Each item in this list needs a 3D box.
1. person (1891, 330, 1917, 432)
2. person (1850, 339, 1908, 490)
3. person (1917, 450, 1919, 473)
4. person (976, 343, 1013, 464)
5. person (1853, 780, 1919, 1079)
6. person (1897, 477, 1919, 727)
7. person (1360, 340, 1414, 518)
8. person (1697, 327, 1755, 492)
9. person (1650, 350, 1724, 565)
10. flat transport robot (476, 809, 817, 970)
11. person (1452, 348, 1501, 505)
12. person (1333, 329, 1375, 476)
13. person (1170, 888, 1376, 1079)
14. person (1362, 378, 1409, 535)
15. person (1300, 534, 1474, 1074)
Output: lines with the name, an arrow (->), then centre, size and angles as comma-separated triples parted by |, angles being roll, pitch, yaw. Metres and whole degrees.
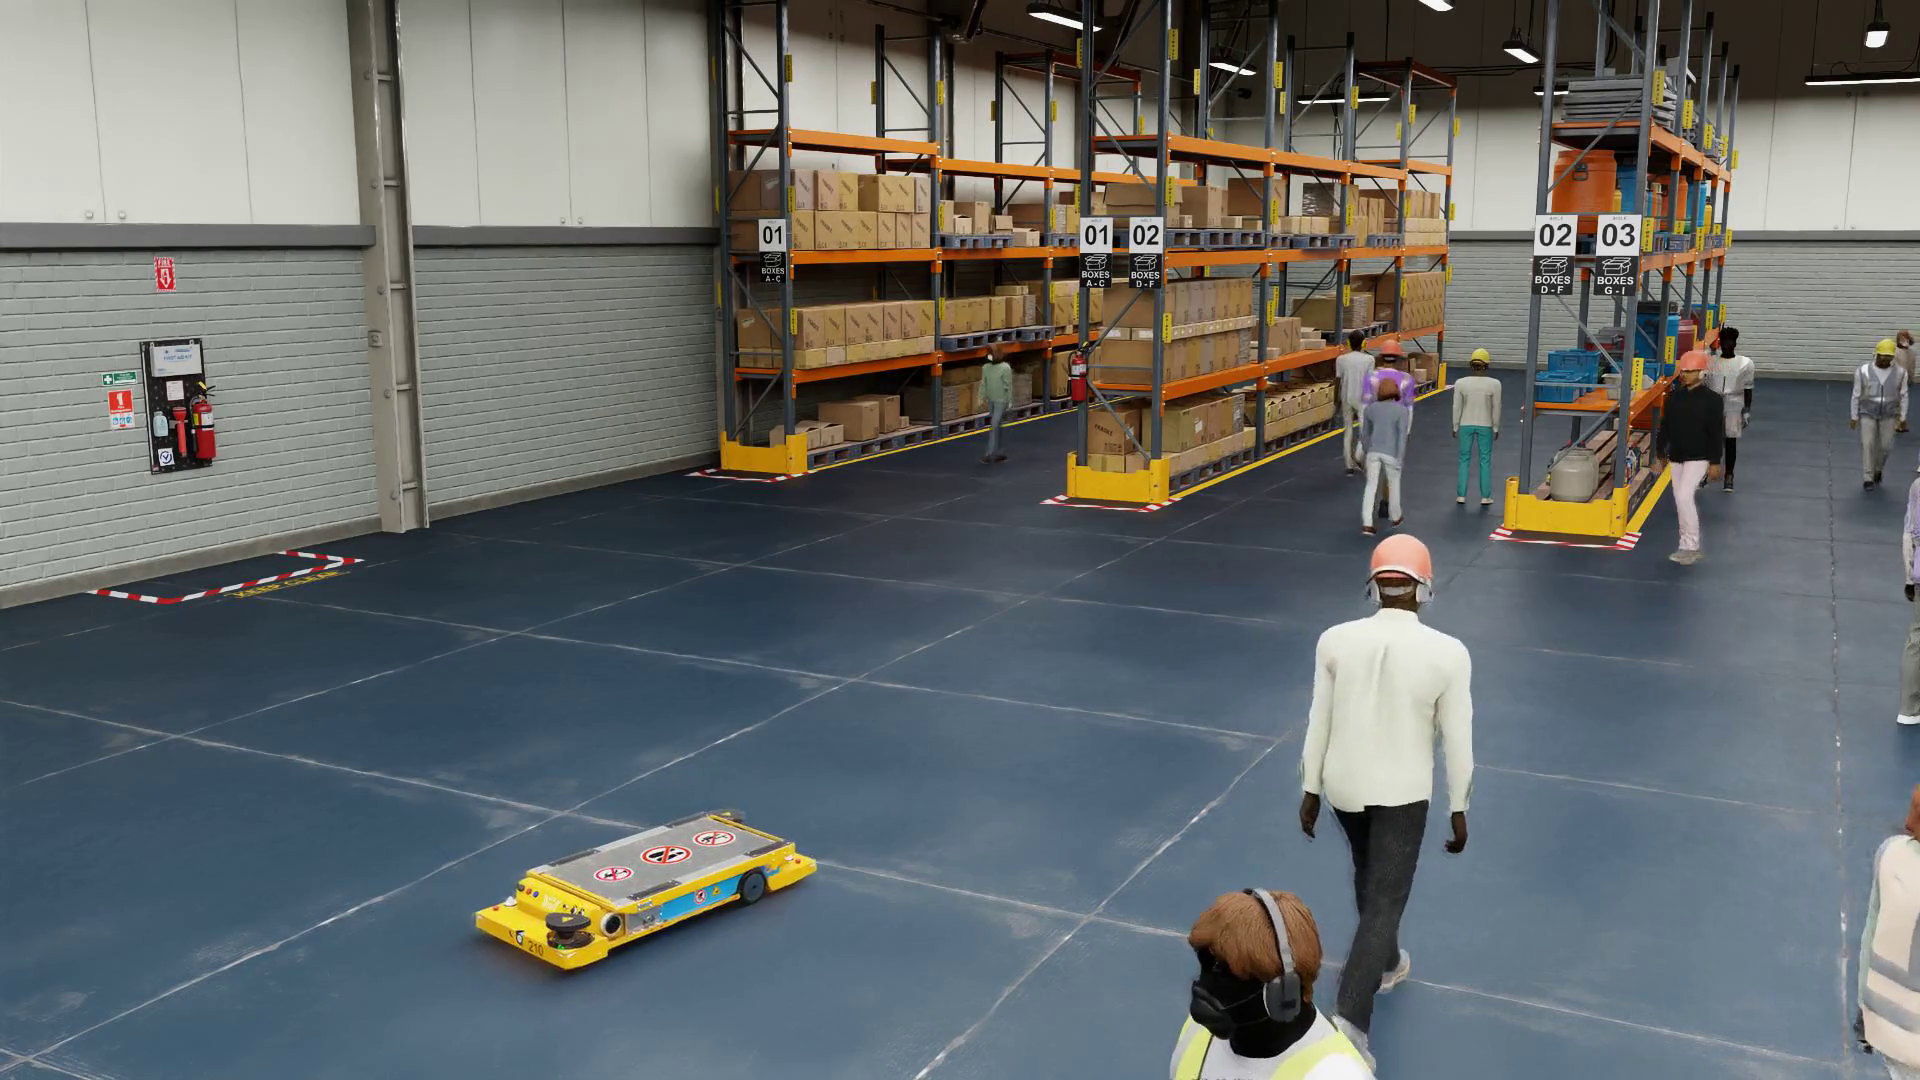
person -> 14.454, -2.412, 25.459 | 0.652, 1.598, 0.362 | -4, 11, -19
person -> 11.017, -1.513, 19.962 | 0.615, 1.814, 0.534 | 4, 11, 21
person -> 12.543, -1.719, 21.212 | 0.533, 1.767, 0.326 | 3, 11, 18
person -> 0.402, -1.804, 22.115 | 0.779, 1.601, 0.515 | -10, 14, -42
person -> 2.690, 1.399, 4.594 | 0.372, 1.624, 0.519 | 1, 10, 6
person -> 6.013, 0.239, 10.126 | 0.392, 1.916, 0.587 | -2, 11, -13
person -> 4.636, -1.221, 18.122 | 0.563, 1.901, 0.833 | 2, 11, 12
person -> 9.065, -1.551, 19.753 | 0.613, 1.962, 0.365 | 6, 12, 29
person -> 6.706, -0.762, 15.388 | 0.587, 1.977, 0.611 | -4, 11, -23
flat transport robot -> -1.387, 1.539, 7.524 | 0.652, 0.197, 1.431 | 9, 14, 40
person -> 5.829, -1.275, 18.791 | 0.526, 1.769, 0.328 | 5, 11, 23
person -> 5.009, -1.739, 21.063 | 0.552, 1.857, 0.494 | 4, 11, 23
person -> 0.570, 1.549, 3.219 | 0.430, 1.837, 0.631 | -3, 11, -17
person -> 4.351, -0.861, 17.003 | 0.512, 1.578, 0.895 | 7, 12, 33
person -> 1.583, 0.955, 6.277 | 0.641, 1.916, 1.138 | 7, 12, 33
